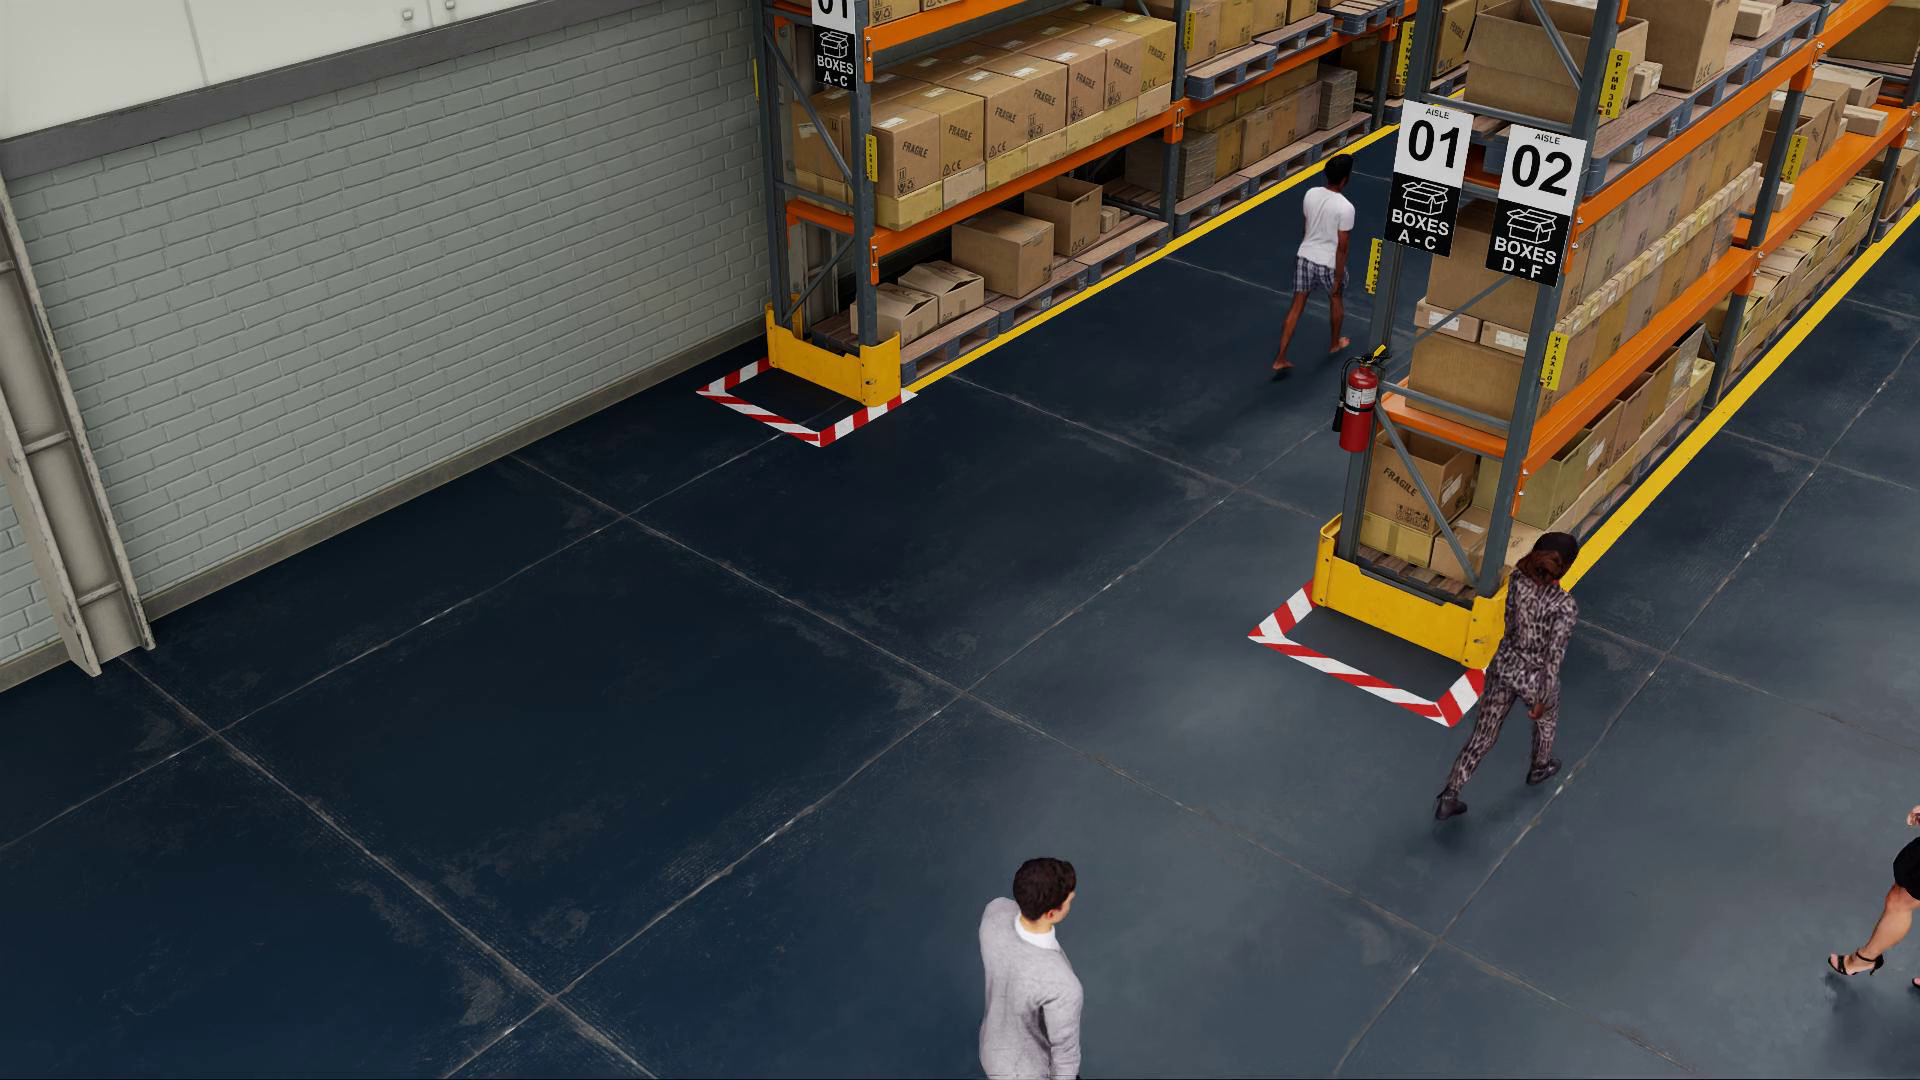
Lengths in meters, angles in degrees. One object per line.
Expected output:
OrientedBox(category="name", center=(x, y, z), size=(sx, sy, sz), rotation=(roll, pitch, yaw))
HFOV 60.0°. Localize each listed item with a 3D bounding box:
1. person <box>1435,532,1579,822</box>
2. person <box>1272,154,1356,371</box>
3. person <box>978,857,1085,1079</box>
OrientedBox(category="person", center=(2.768, 0.734, 8.384), size=(1.213, 1.669, 0.817), rotation=(-20, 38, -28))
OrientedBox(category="person", center=(2.685, -2.061, 12.668), size=(0.678, 1.683, 1.121), rotation=(28, 42, 36))
OrientedBox(category="person", center=(0.185, 1.973, 6.260), size=(0.732, 1.908, 0.791), rotation=(-21, 39, -29))
